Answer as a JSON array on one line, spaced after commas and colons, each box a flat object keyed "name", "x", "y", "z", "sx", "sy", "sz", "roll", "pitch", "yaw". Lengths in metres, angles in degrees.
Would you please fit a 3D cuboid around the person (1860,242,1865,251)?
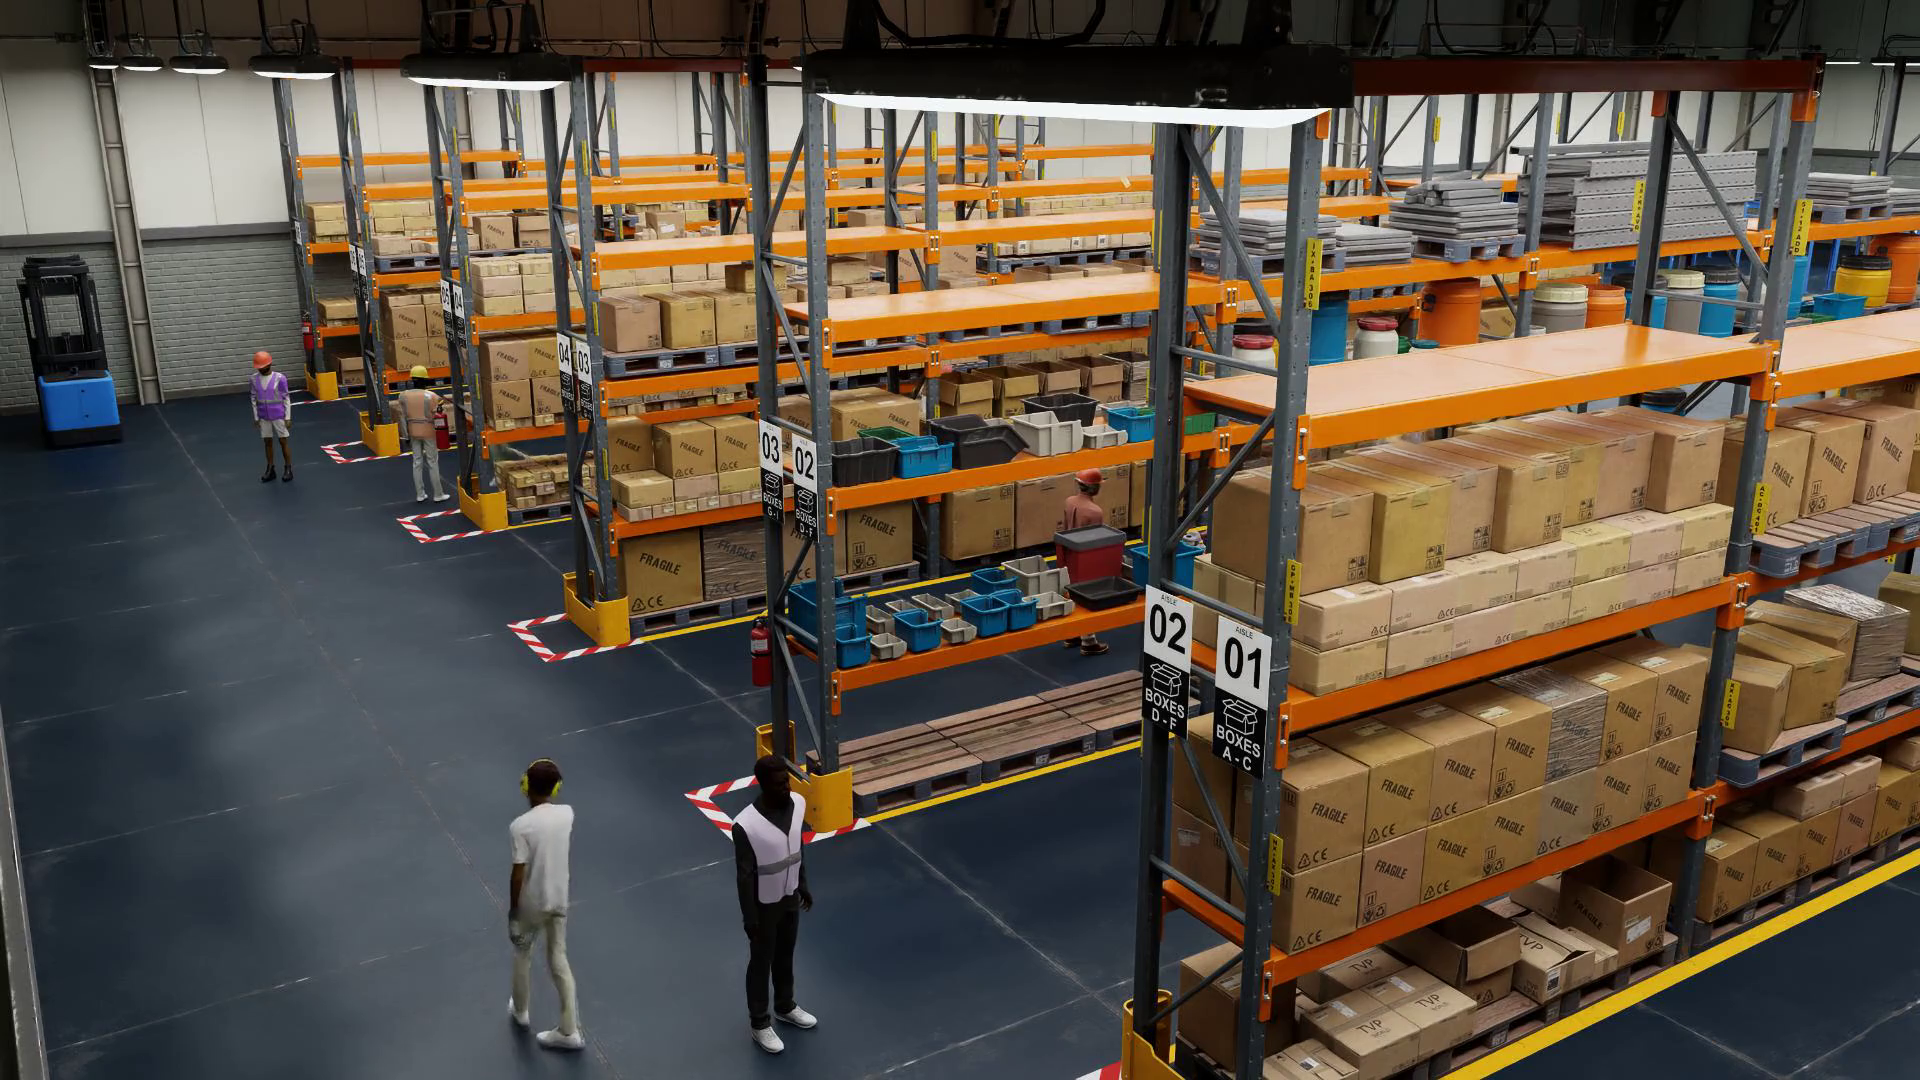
[{"name": "person", "x": 20.911, "y": -5.881, "z": 36.328, "sx": 0.995, "sy": 2.004, "sz": 0.608, "roll": -5, "pitch": 18, "yaw": -15}]

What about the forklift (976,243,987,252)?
[{"name": "forklift", "x": 0.988, "y": -5.474, "z": 34.718, "sx": 1.214, "sy": 2.155, "sz": 2.313, "roll": -10, "pitch": 20, "yaw": -31}]

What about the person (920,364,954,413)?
[{"name": "person", "x": -0.344, "y": -1.558, "z": 22.314, "sx": 0.488, "sy": 1.890, "sz": 0.634, "roll": -10, "pitch": 19, "yaw": -29}]

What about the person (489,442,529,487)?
[{"name": "person", "x": -6.598, "y": -1.704, "z": 22.890, "sx": 0.741, "sy": 1.832, "sz": 0.584, "roll": -13, "pitch": 21, "yaw": -37}]

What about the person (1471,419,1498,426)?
[{"name": "person", "x": 7.063, "y": -1.162, "z": 21.461, "sx": 0.352, "sy": 1.617, "sz": 0.522, "roll": -9, "pitch": 19, "yaw": -27}]

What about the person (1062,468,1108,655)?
[{"name": "person", "x": 1.312, "y": 0.194, "z": 16.400, "sx": 0.389, "sy": 1.990, "sz": 0.625, "roll": -10, "pitch": 20, "yaw": -30}]

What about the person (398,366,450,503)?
[{"name": "person", "x": -7.473, "y": -1.470, "z": 21.987, "sx": 0.585, "sy": 1.917, "sz": 0.381, "roll": 2, "pitch": 17, "yaw": 7}]

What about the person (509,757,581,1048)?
[{"name": "person", "x": -2.664, "y": 2.264, "z": 9.918, "sx": 0.771, "sy": 1.813, "sz": 0.603, "roll": 16, "pitch": 23, "yaw": 42}]

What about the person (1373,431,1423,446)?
[{"name": "person", "x": 5.713, "y": -1.061, "z": 20.856, "sx": 0.967, "sy": 1.787, "sz": 0.656, "roll": -10, "pitch": 20, "yaw": -30}]

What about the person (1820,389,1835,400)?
[{"name": "person", "x": 13.575, "y": -2.195, "z": 24.299, "sx": 0.410, "sy": 1.953, "sz": 0.603, "roll": -13, "pitch": 21, "yaw": -37}]

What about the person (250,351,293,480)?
[{"name": "person", "x": -10.080, "y": -1.813, "z": 23.096, "sx": 0.548, "sy": 1.924, "sz": 0.389, "roll": 0, "pitch": 17, "yaw": 1}]

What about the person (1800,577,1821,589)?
[{"name": "person", "x": 9.617, "y": -0.065, "z": 17.595, "sx": 0.915, "sy": 1.783, "sz": 0.624, "roll": -14, "pitch": 22, "yaw": -39}]

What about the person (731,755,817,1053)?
[{"name": "person", "x": -1.164, "y": 2.226, "z": 9.861, "sx": 0.392, "sy": 1.922, "sz": 0.593, "roll": 11, "pitch": 20, "yaw": 32}]

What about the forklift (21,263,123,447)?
[{"name": "forklift", "x": -14.518, "y": -3.079, "z": 25.708, "sx": 1.129, "sy": 2.768, "sz": 1.873, "roll": -10, "pitch": 20, "yaw": -31}]
